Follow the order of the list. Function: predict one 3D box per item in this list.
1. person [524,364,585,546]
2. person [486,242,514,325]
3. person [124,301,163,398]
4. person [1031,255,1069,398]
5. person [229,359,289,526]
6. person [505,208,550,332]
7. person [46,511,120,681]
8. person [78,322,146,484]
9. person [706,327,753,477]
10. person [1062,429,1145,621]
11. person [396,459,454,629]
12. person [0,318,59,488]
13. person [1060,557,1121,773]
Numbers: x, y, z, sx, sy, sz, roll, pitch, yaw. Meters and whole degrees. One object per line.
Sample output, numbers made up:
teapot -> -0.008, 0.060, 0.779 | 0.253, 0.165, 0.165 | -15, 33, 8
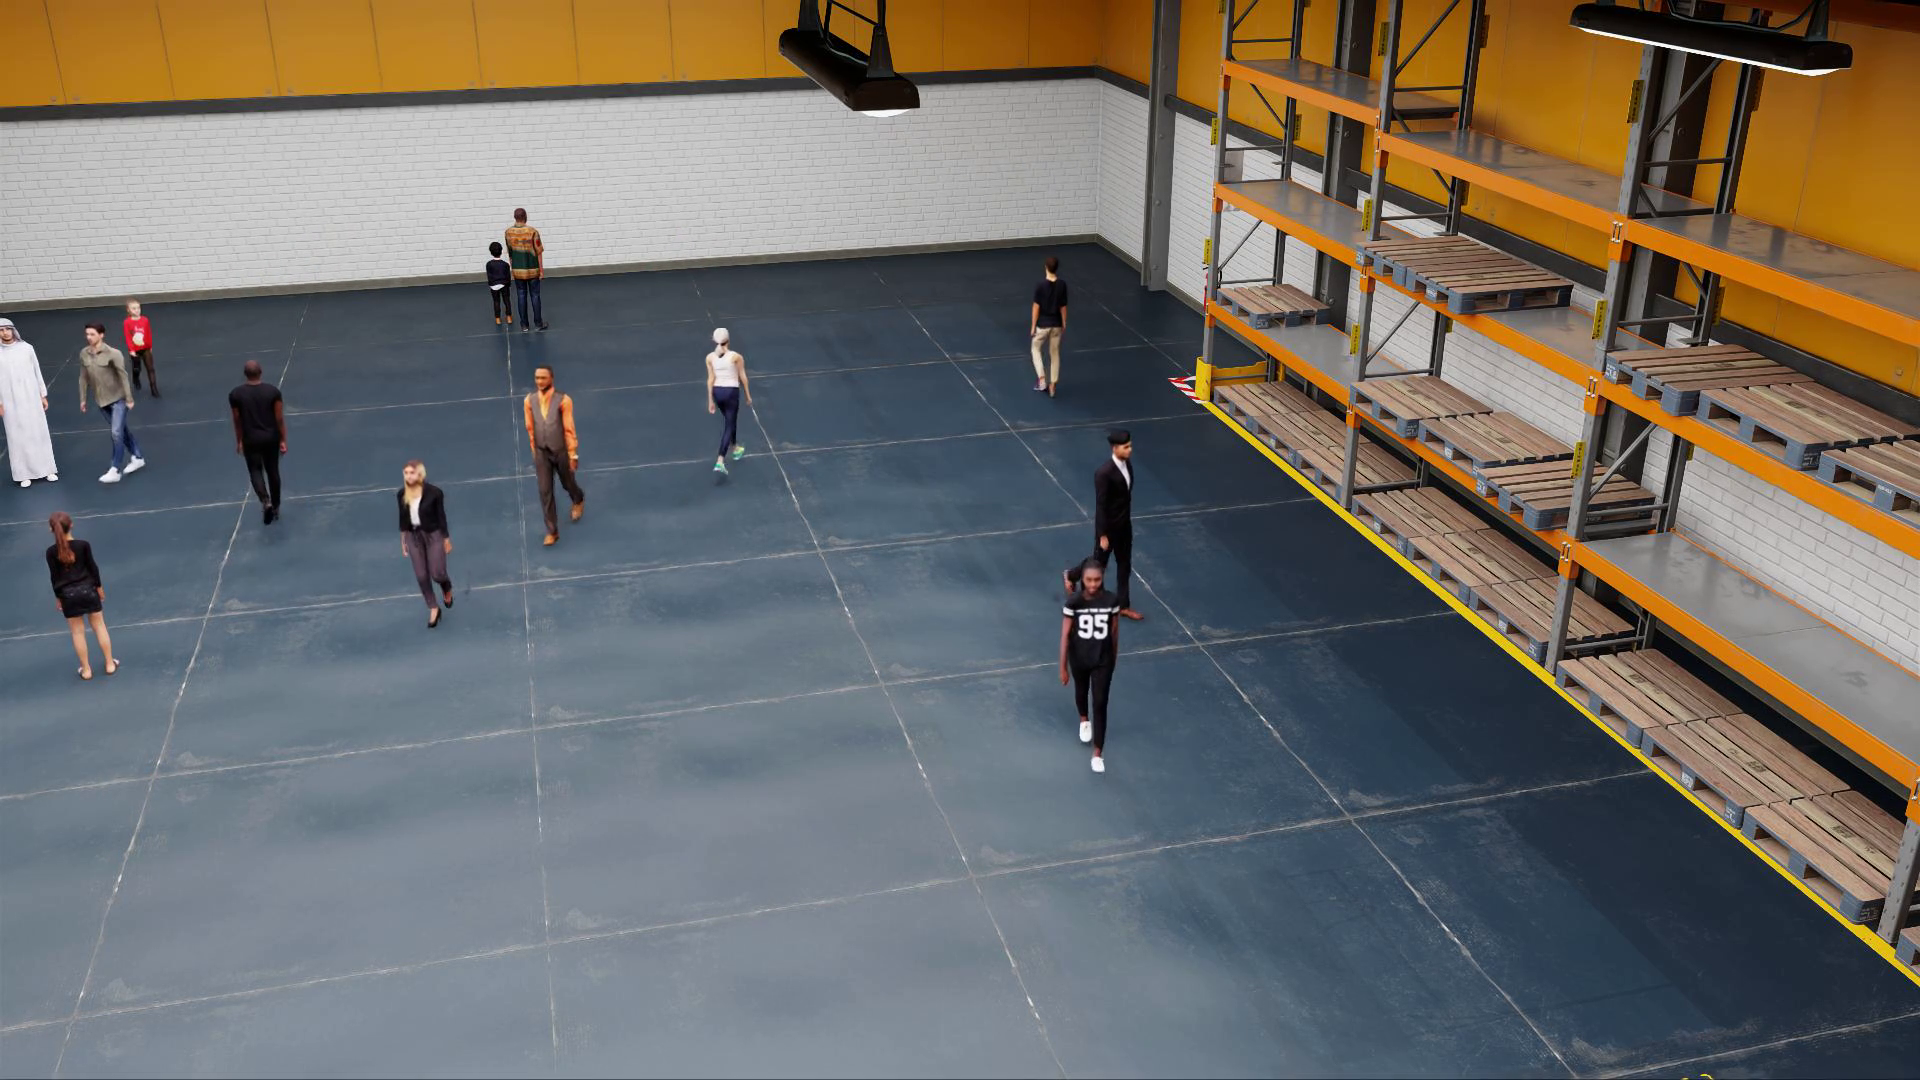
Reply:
person -> -4.211, -0.941, 17.396 | 0.994, 1.882, 1.306 | 3, 24, 6
person -> -6.892, -3.850, 24.873 | 0.500, 1.223, 0.481 | -7, 25, -16
person -> -10.742, -2.505, 21.744 | 0.711, 1.266, 0.909 | -19, 30, -37
person -> 1.183, -2.747, 21.576 | 0.684, 1.843, 0.623 | -7, 25, -16
person -> -7.414, -1.009, 17.646 | 0.768, 1.806, 0.976 | -10, 25, -21
person -> -6.384, -3.982, 24.447 | 0.774, 1.806, 0.757 | 0, 24, 1
person -> -7.728, 0.470, 14.577 | 0.604, 1.555, 0.616 | -14, 27, -28
person -> -9.628, -1.617, 19.008 | 1.037, 1.829, 1.185 | 8, 25, 17
person -> -2.696, -1.555, 19.079 | 1.015, 1.659, 1.280 | 6, 24, 14
person -> 1.356, -0.163, 15.644 | 1.263, 1.860, 1.099 | 19, 30, 37
person -> -4.936, 0.010, 15.498 | 0.717, 1.659, 0.773 | 2, 24, 4
person -> -10.607, -1.576, 18.794 | 0.791, 1.925, 0.777 | -18, 30, -36
person -> 1.030, 0.940, 13.344 | 0.826, 1.680, 1.224 | 0, 24, -1
